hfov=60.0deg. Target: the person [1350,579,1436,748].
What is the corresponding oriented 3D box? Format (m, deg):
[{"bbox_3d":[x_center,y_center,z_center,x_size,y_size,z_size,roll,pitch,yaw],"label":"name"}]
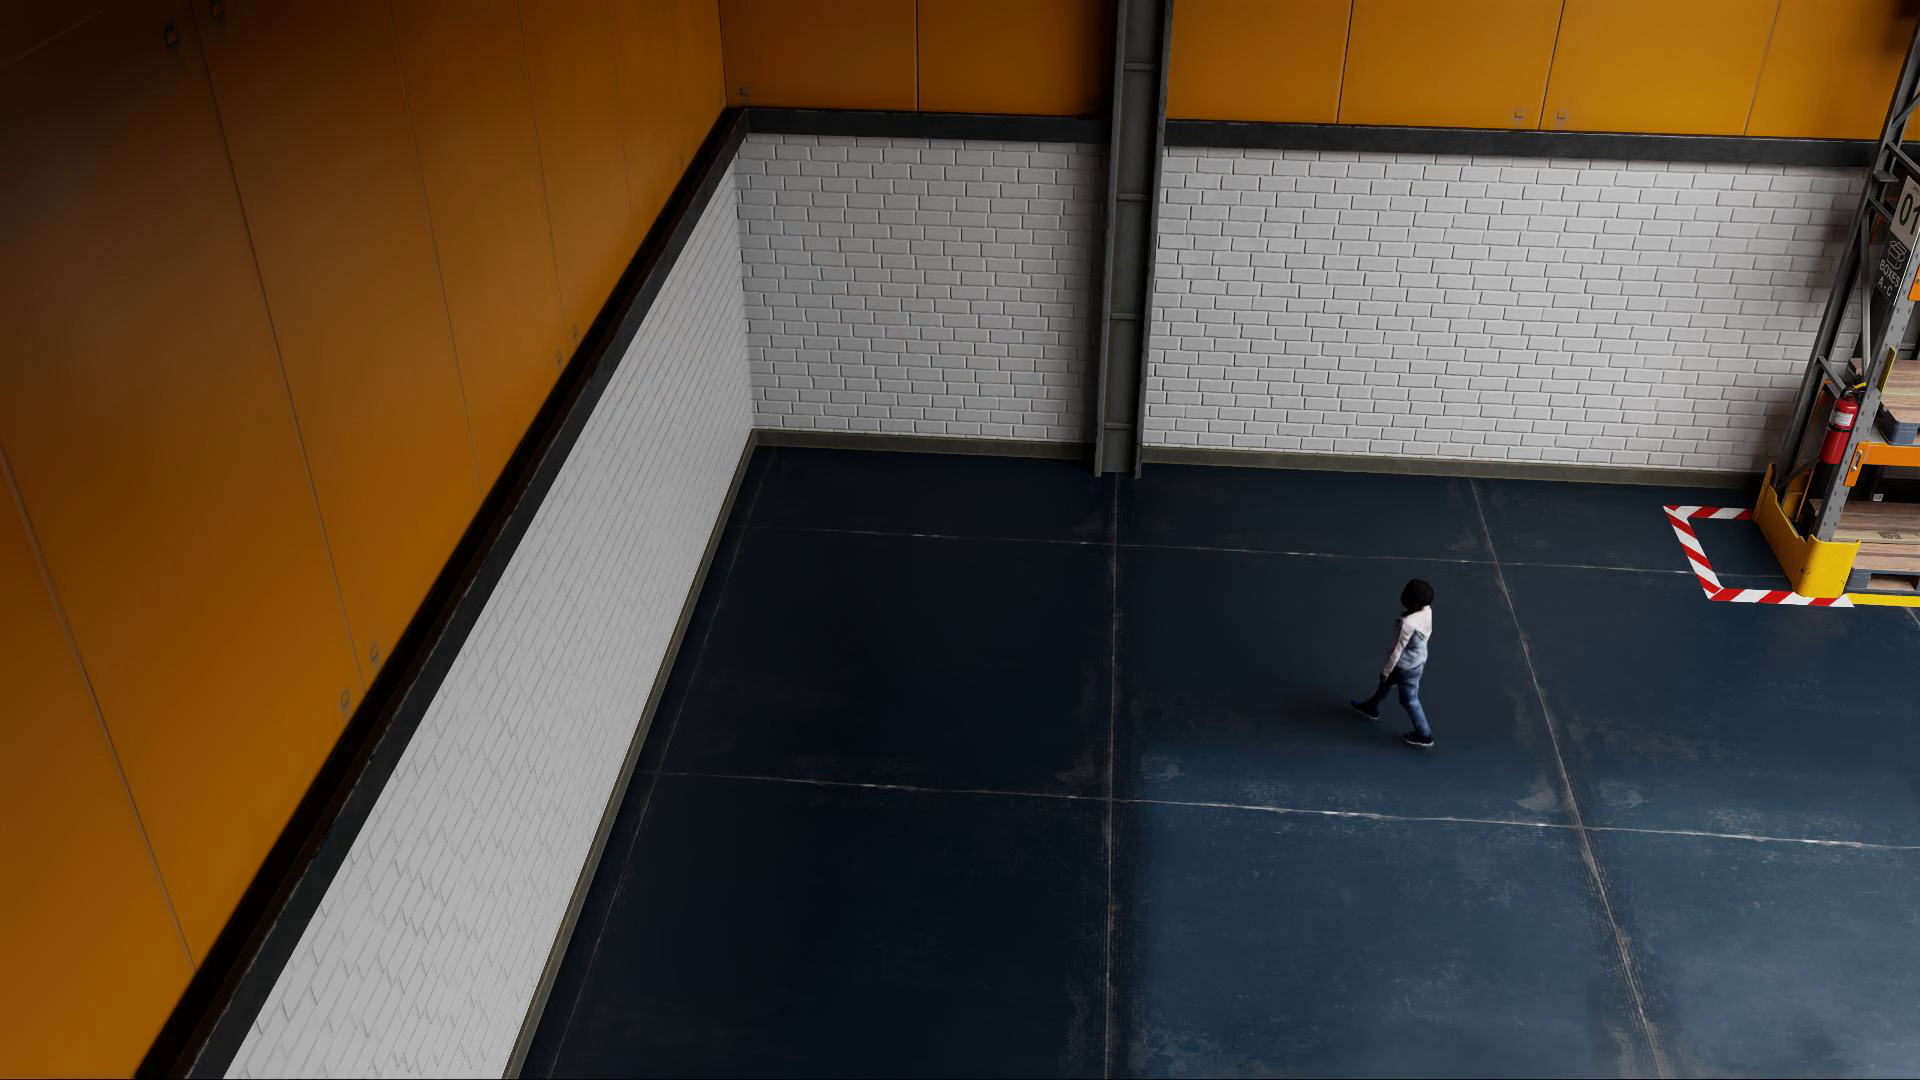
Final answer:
[{"bbox_3d":[3.004,0.824,11.010,0.928,1.237,0.780,24,41,32],"label":"person"}]
